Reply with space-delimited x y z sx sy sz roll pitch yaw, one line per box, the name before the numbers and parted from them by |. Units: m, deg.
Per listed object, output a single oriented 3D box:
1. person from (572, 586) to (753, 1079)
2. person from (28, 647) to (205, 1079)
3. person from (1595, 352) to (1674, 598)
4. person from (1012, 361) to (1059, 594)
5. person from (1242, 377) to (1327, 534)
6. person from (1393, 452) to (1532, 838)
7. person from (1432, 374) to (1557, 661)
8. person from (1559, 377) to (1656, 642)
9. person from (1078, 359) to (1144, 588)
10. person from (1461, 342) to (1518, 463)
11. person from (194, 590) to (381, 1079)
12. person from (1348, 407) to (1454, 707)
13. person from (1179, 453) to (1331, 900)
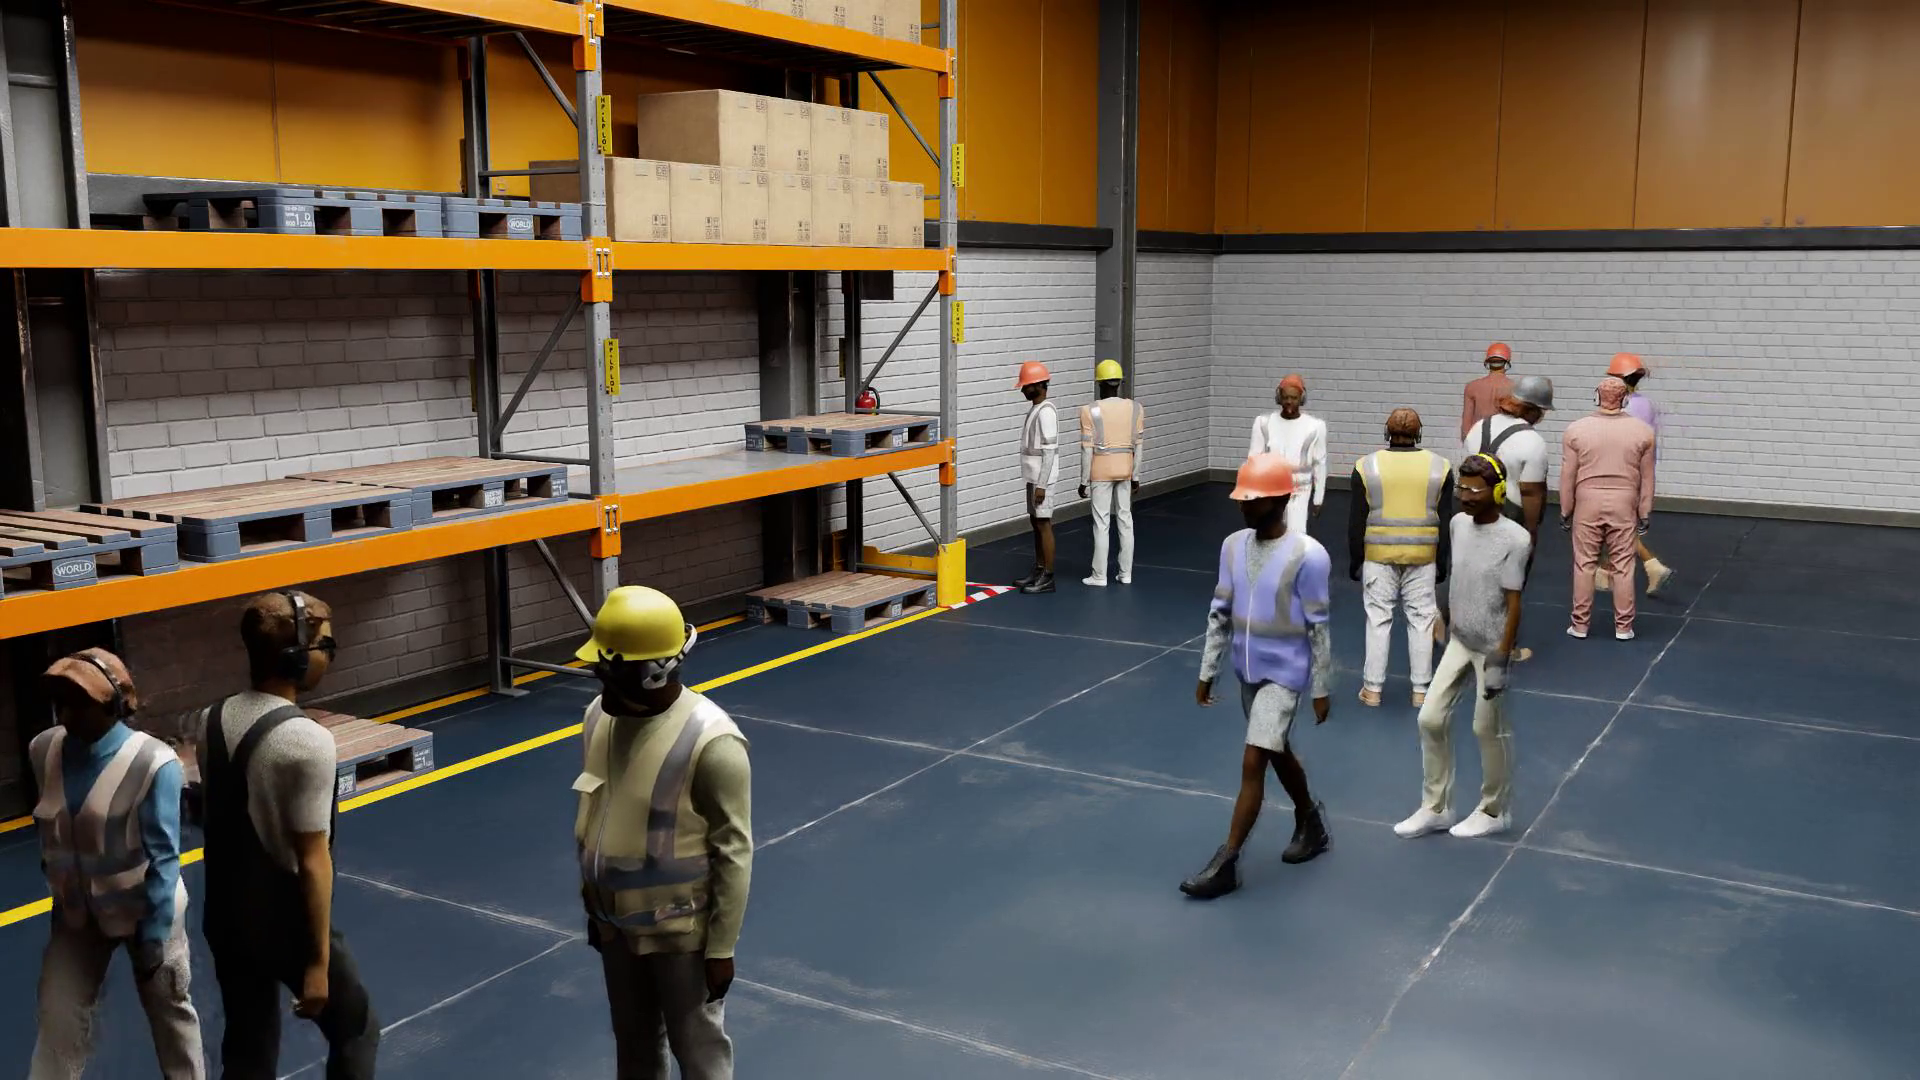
person | -0.826 1.020 4.516 0.592 1.828 0.404 7 12 38
person | -2.451 1.100 4.698 0.528 1.593 0.848 2 9 13
person | 5.471 -0.522 13.574 0.613 2.019 0.888 -6 11 -33
person | 0.631 -0.518 13.796 0.364 1.933 0.543 -1 9 -8
person | 2.507 -0.332 12.920 0.599 1.841 0.950 4 10 22
person | 2.315 0.513 7.635 0.702 1.839 0.540 -5 10 -27
person | 3.590 -0.150 11.158 0.778 2.000 0.735 -4 10 -26
person | 4.658 -0.220 12.011 0.643 1.908 0.399 3 10 18
person | 1.264 -0.557 14.048 0.587 1.928 0.362 -4 10 -23
person | 5.129 -0.896 15.963 0.623 1.989 0.401 4 10 22
person | -1.780 1.029 4.496 0.495 1.815 0.650 4 10 24
person | 2.682 0.108 10.168 0.622 1.845 0.429 1 9 8
person | 1.338 0.557 7.236 0.993 1.889 0.564 -7 11 -37
